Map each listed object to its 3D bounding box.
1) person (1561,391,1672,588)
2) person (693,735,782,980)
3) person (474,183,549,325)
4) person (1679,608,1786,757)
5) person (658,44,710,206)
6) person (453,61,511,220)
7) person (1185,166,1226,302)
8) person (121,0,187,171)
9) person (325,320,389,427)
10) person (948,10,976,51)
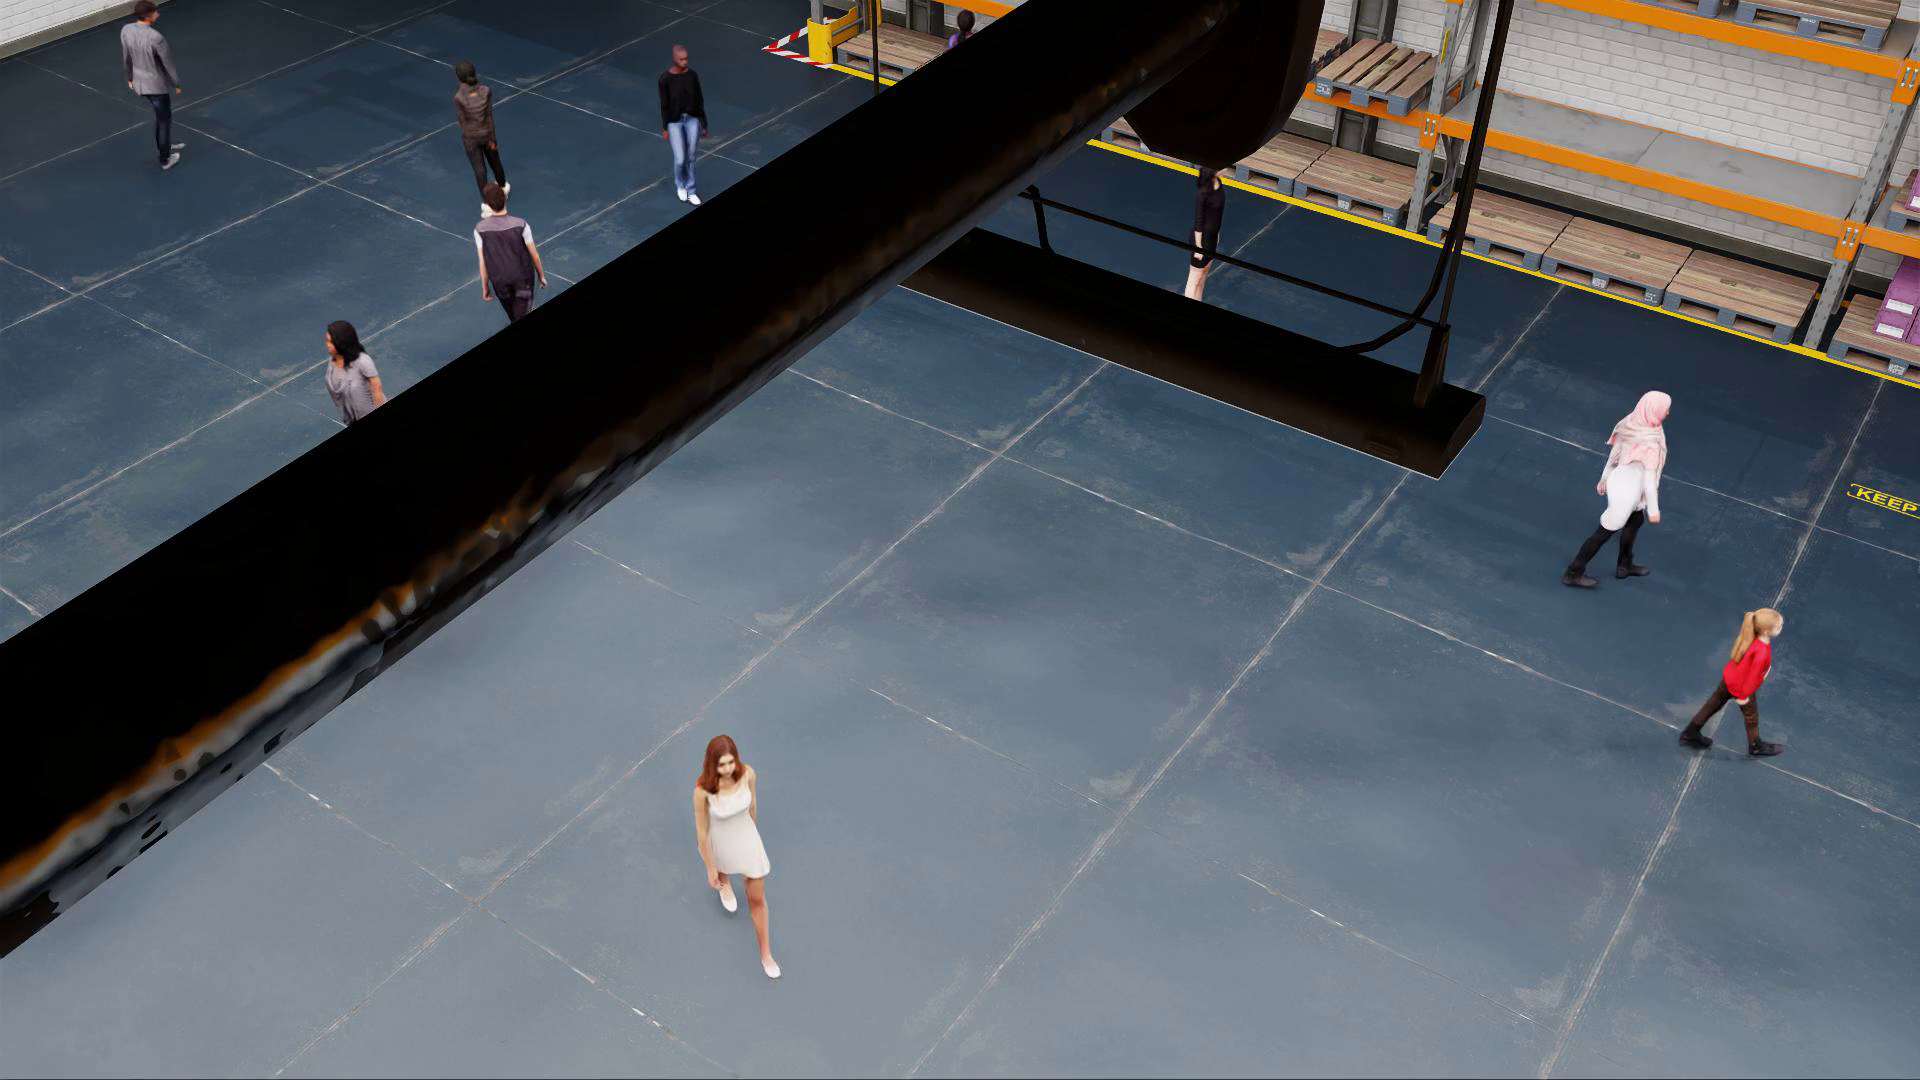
[{"bbox_3d":[4.864,-0.335,12.428,1.039,1.777,0.900,4,39,5],"label":"person"},{"bbox_3d":[-1.407,1.742,9.926,0.978,1.655,1.203,-14,41,-17],"label":"person"},{"bbox_3d":[-3.981,-2.225,14.776,1.202,1.801,1.209,-3,39,-4],"label":"person"},{"bbox_3d":[5.212,0.964,11.224,0.951,1.249,0.753,5,39,6],"label":"person"},{"bbox_3d":[-2.953,-4.412,17.564,0.725,1.739,0.744,-19,42,-22],"label":"person"},{"bbox_3d":[-5.068,-4.268,17.445,0.923,1.663,1.117,26,46,29],"label":"person"},{"bbox_3d":[2.267,-2.770,15.455,0.499,1.806,0.600,20,43,23],"label":"person"},{"bbox_3d":[-8.859,-4.958,18.168,0.725,1.839,0.877,7,39,9],"label":"person"},{"bbox_3d":[-4.843,-1.101,13.522,0.588,1.609,0.685,22,44,25],"label":"person"},{"bbox_3d":[0.080,-4.979,18.273,0.559,1.741,0.707,11,40,13],"label":"person"}]
